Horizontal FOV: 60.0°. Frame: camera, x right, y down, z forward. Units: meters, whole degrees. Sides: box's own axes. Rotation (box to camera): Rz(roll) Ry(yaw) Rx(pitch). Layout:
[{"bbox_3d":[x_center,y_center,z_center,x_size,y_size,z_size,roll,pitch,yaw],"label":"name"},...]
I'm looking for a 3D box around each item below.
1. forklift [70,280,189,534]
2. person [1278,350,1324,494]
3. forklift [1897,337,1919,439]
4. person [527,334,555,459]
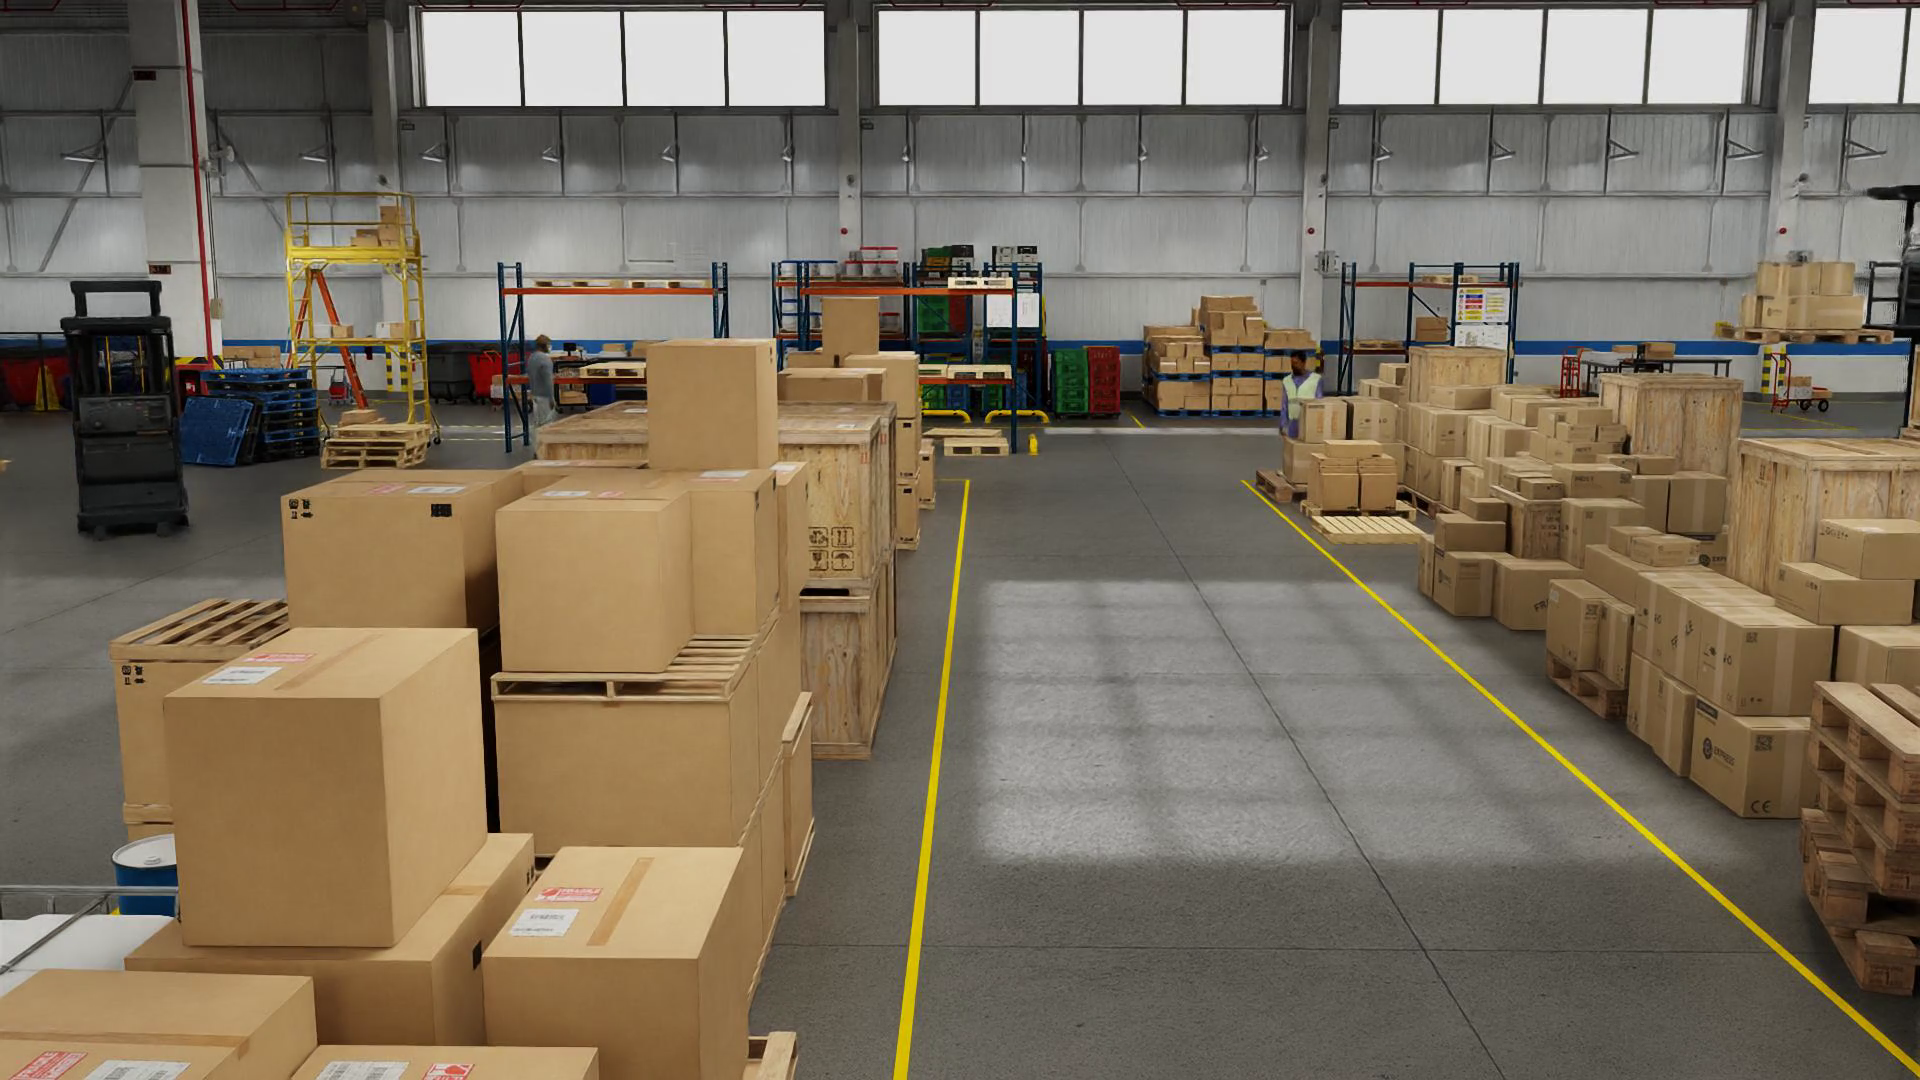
[{"bbox_3d":[-9.647,-1.604,19.243,1.129,2.768,1.873,-4,10,-24],"label":"forklift"},{"bbox_3d":[4.480,-1.545,21.829,0.613,1.896,0.450,9,13,42],"label":"person"},{"bbox_3d":[15.436,-2.788,26.337,1.873,2.768,1.129,0,9,1],"label":"forklift"},{"bbox_3d":[-6.416,-2.195,25.600,0.352,1.937,0.635,-8,13,-41],"label":"person"}]
